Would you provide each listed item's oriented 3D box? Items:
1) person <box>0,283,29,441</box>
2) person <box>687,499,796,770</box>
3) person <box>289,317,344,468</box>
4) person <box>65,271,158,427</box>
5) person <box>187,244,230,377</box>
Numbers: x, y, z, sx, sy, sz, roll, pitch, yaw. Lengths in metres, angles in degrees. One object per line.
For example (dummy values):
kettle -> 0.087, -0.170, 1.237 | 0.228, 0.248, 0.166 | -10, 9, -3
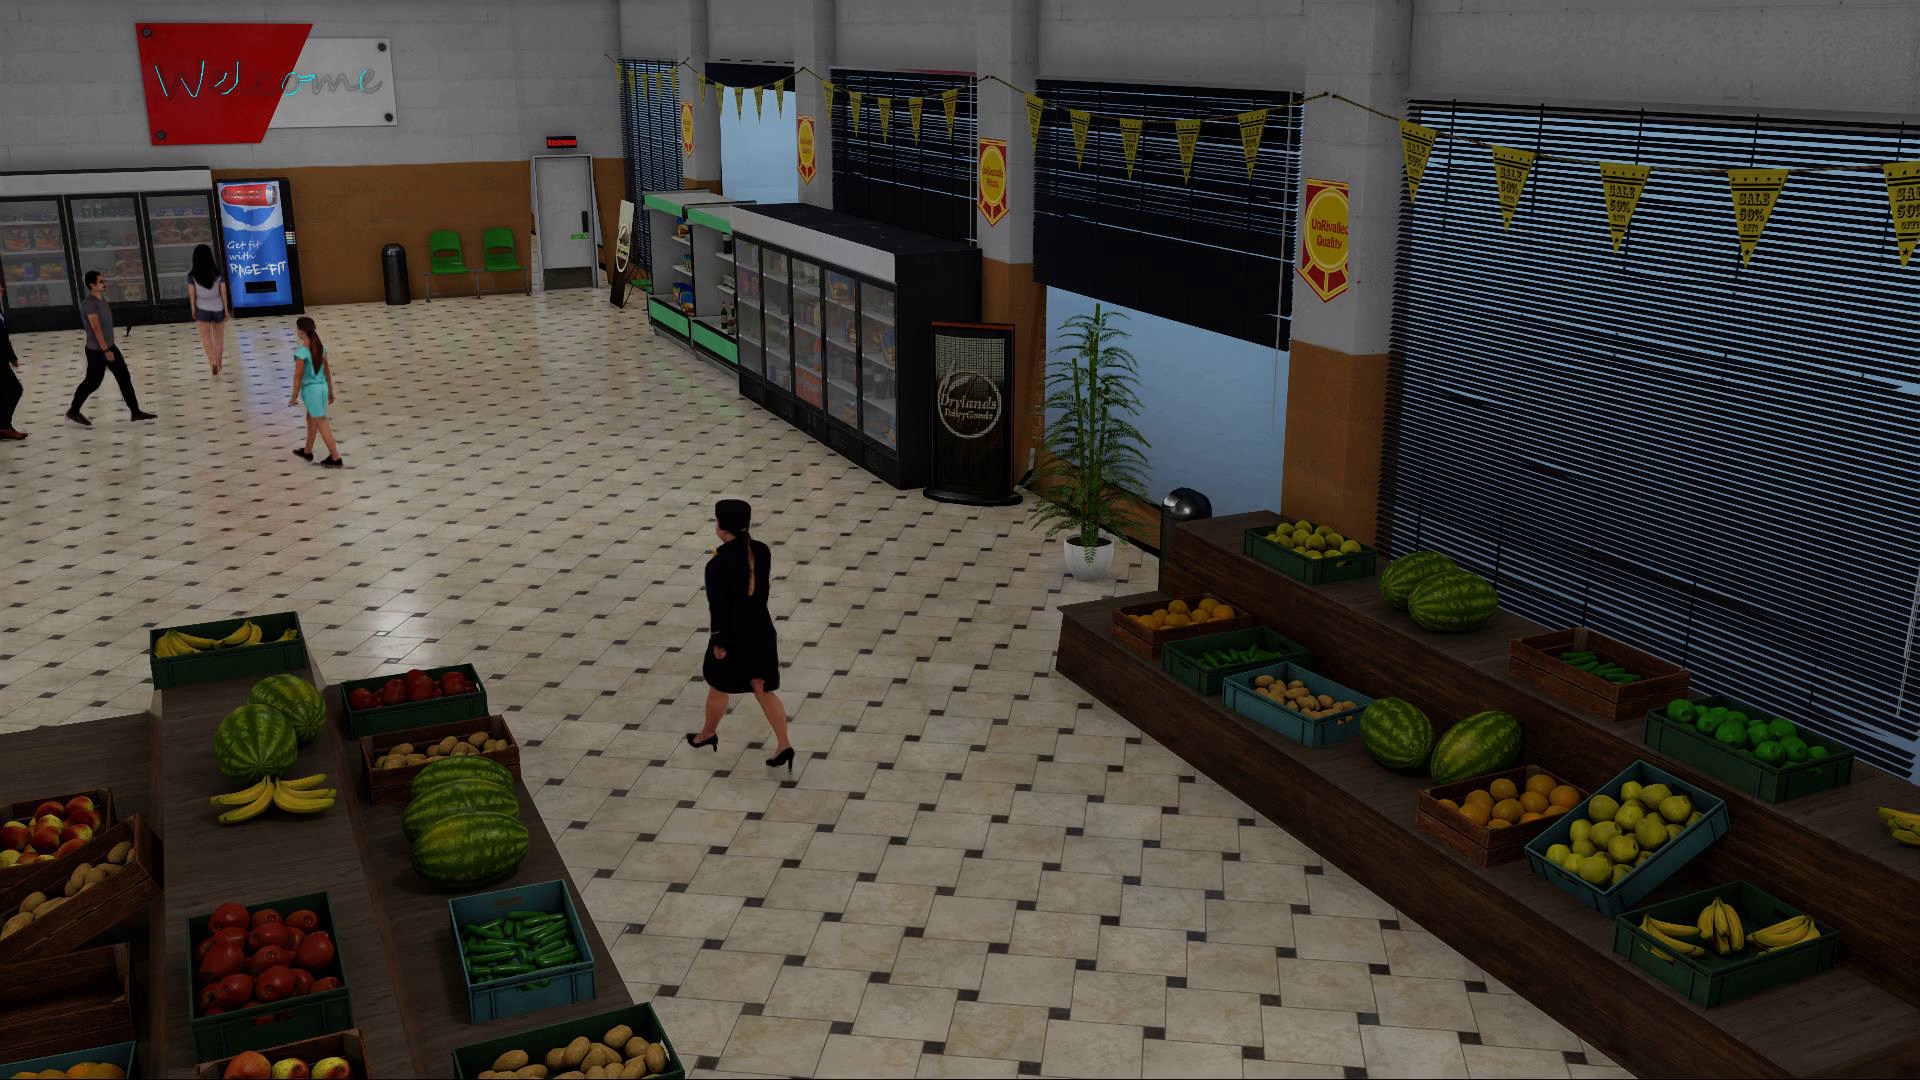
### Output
person -> -10.518, -1.943, 17.989 | 0.813, 1.787, 0.628 | -5, 17, -15
person -> -1.230, 0.615, 9.843 | 1.194, 1.627, 1.031 | 12, 21, 35
person -> -6.497, -1.479, 16.898 | 0.973, 1.534, 0.898 | 6, 18, 20
person -> -9.744, -2.126, 18.700 | 0.958, 1.725, 1.177 | -1, 17, -4
person -> -9.677, -2.940, 21.455 | 0.629, 1.681, 1.050 | -9, 19, -28
